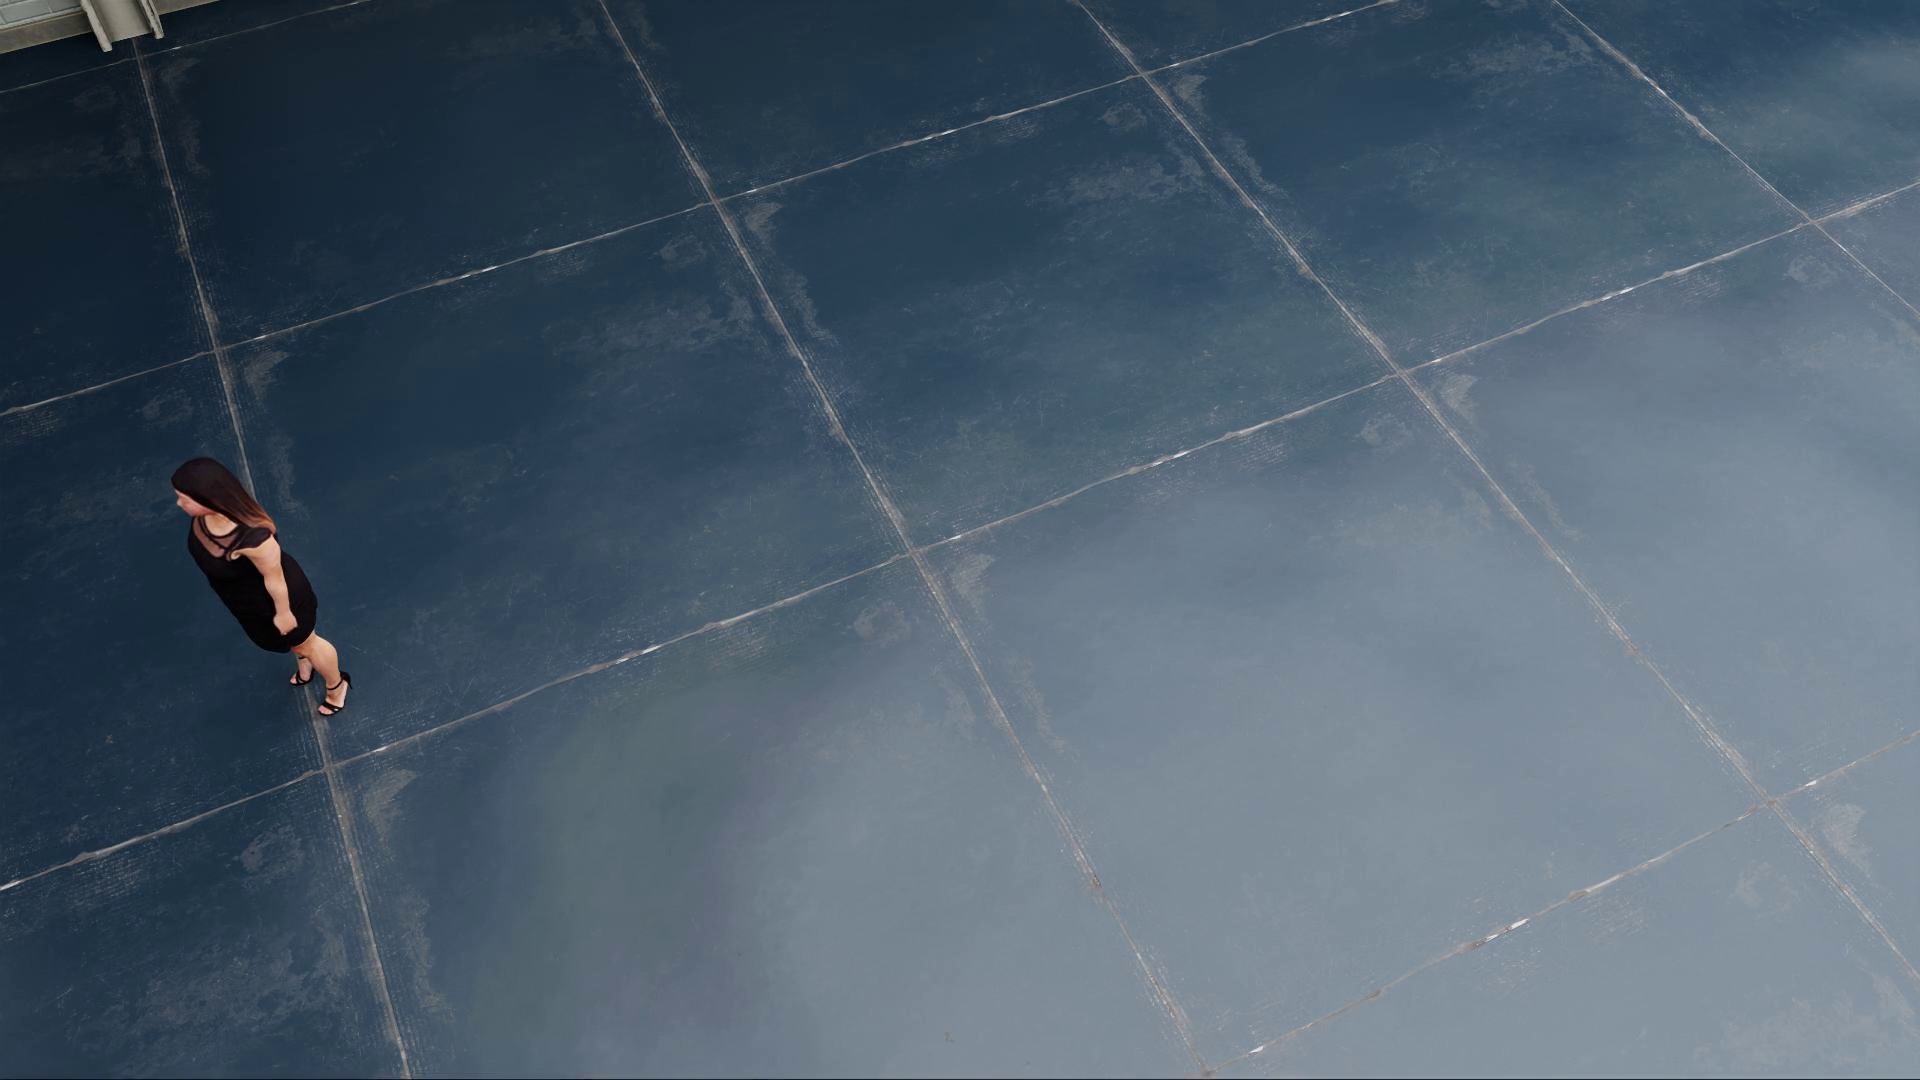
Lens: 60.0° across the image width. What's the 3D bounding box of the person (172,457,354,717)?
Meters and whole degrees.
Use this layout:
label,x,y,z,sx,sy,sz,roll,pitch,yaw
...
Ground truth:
label,x,y,z,sx,sy,sz,roll,pitch,yaw
person,-3.066,0.210,7.368,0.706,1.718,0.727,-36,60,-24
